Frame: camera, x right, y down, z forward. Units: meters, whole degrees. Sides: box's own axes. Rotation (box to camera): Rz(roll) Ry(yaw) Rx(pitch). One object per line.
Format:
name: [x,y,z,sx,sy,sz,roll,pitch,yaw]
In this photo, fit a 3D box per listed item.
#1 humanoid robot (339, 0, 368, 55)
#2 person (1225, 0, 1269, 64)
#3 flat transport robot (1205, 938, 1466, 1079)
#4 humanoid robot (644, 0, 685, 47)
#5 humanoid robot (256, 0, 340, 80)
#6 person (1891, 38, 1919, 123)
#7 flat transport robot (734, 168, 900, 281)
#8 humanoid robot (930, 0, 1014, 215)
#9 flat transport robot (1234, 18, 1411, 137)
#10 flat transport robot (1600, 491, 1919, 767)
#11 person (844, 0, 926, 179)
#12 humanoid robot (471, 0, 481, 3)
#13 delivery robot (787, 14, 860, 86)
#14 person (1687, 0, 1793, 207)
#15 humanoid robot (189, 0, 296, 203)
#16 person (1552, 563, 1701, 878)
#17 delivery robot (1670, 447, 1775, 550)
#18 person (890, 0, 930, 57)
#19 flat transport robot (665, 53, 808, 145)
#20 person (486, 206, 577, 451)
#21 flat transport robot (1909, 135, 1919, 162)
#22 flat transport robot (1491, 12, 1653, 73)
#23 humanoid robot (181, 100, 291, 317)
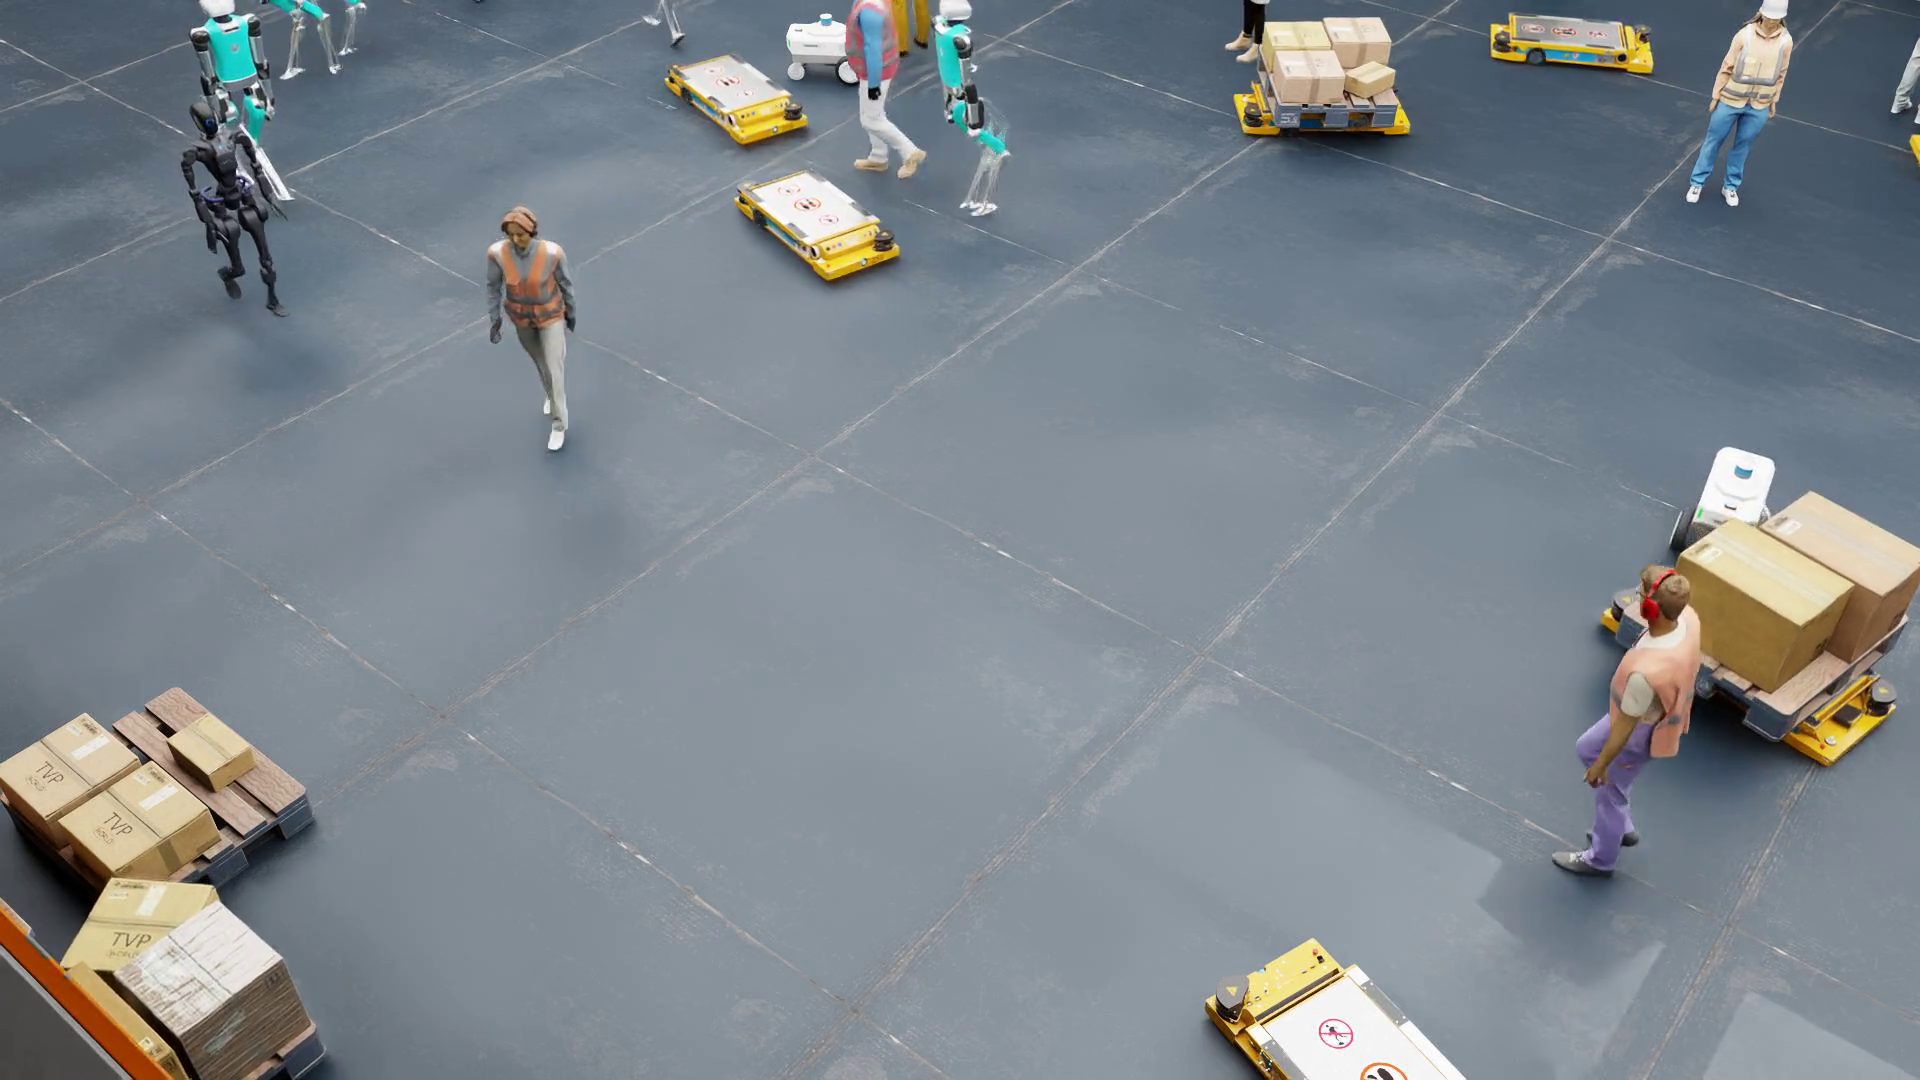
humanoid robot: [-5.743,-5.244,15.153,0.664,1.831,0.535,-22,45,-24]
person: [2.679,-5.183,15.076,0.319,1.697,0.536,-8,41,-10]
flat transport robot: [1.778,2.383,7.275,0.659,0.231,1.431,-22,45,-24]
humanoid robot: [-2.791,-5.450,15.405,0.551,1.779,1.029,-27,47,-28]
humanoid robot: [-5.978,-4.976,14.815,0.530,1.791,0.797,10,41,12]
person: [8.415,-4.410,14.125,0.288,1.746,0.486,-18,44,-20]
flat transport robot: [-1.138,-2.499,13.018,0.659,0.231,1.431,-25,46,-26]
humanoid robot: [0.161,-3.336,12.877,0.720,1.805,0.530,-18,43,-20]
flat transport robot: [3.151,-3.764,14.506,1.431,0.231,0.659,0,40,0]
flat transport robot: [4.402,0.652,9.311,0.659,0.231,1.431,-27,47,-28]
person: [-0.619,-3.774,13.330,0.599,1.815,0.654,1,40,1]
humanoid robot: [-4.883,-6.139,16.220,0.500,1.650,0.600,28,48,29]
delivery robot: [-1.183,-4.479,15.124,0.774,0.592,0.499,3,40,4]
person: [6.134,-3.455,13.015,0.495,1.729,0.366,7,41,9]
humanoid robot: [-5.700,-3.464,13.042,1.047,1.745,0.549,33,50,33]
person: [3.156,0.891,7.829,0.465,1.818,0.637,24,46,25]
delivery robot: [4.677,-0.201,10.105,0.499,0.610,0.781,20,44,22]
person: [-0.501,-5.301,15.168,0.535,1.752,0.339,-25,46,-27]
flat transport robot: [-1.994,-3.919,14.688,0.659,0.231,1.431,-24,46,-26]
person: [-2.738,-1.368,10.653,0.528,1.606,0.798,3,40,4]
flat transport robot: [8.733,-3.153,13.787,1.431,0.231,0.659,7,41,8]
flat transport robot: [5.711,-4.646,15.543,1.431,0.231,0.659,9,41,10]
humanoid robot: [-5.154,-2.376,11.797,0.546,1.644,0.601,30,49,31]
